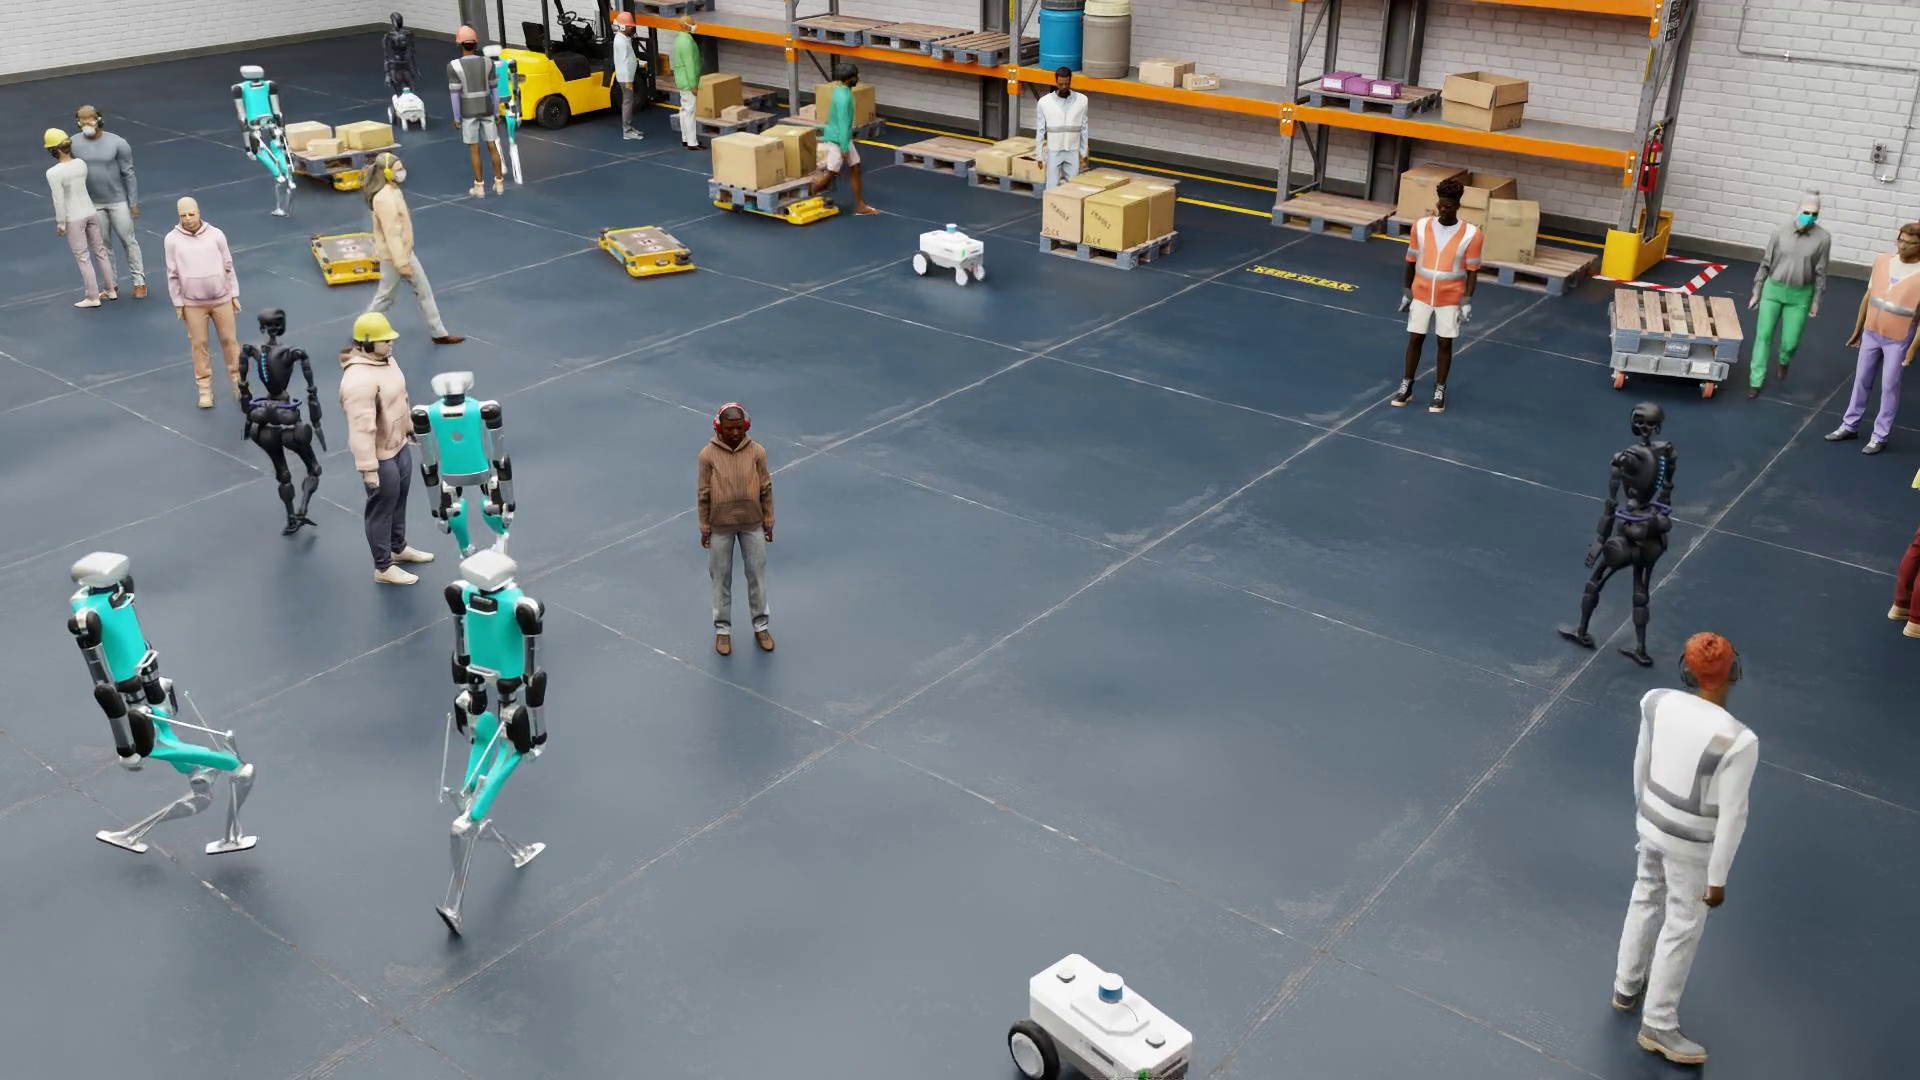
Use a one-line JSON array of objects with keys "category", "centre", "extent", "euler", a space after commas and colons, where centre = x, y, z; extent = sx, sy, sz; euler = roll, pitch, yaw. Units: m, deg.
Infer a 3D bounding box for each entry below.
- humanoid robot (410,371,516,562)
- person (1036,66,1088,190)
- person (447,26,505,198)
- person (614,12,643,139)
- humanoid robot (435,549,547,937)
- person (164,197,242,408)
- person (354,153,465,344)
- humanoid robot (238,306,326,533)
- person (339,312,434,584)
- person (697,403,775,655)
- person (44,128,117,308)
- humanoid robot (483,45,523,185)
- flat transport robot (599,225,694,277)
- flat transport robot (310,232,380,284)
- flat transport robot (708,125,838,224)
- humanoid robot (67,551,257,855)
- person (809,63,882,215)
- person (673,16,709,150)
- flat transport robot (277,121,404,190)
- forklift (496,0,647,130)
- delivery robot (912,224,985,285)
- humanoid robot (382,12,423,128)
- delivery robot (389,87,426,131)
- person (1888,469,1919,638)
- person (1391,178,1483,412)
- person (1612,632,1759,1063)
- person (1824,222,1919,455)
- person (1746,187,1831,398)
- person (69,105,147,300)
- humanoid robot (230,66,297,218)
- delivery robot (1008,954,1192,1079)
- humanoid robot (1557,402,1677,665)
[{"category": "humanoid robot", "centre": [-3.046, -0.236, 10.492], "extent": [0.539, 1.897, 0.750], "euler": [-4, 26, -7]}, {"category": "person", "centre": [1.149, -4.370, 18.739], "extent": [0.599, 1.909, 0.399], "euler": [-5, 26, -10]}, {"category": "person", "centre": [-5.936, -5.236, 20.377], "extent": [0.607, 2.043, 0.394], "euler": [-17, 31, -32]}, {"category": "person", "centre": [-4.674, -6.539, 23.422], "extent": [0.347, 1.739, 0.571], "euler": [-5, 26, -11]}, {"category": "humanoid robot", "centre": [-2.352, 1.006, 7.829], "extent": [0.543, 1.768, 0.954], "euler": [12, 28, 23]}, {"category": "person", "centre": [-6.336, -2.009, 13.989], "extent": [0.535, 1.781, 0.401], "euler": [-12, 28, -24]}, {"category": "person", "centre": [-5.193, -2.627, 15.228], "extent": [0.971, 1.834, 0.570], "euler": [-3, 26, -7]}, {"category": "humanoid robot", "centre": [-4.777, -0.830, 11.679], "extent": [0.613, 1.644, 0.355], "euler": [3, 26, 6]}, {"category": "person", "centre": [-3.827, -0.613, 11.019], "extent": [0.442, 1.858, 0.796], "euler": [1, 26, 2]}, {"category": "person", "centre": [-1.360, -0.081, 10.155], "extent": [0.462, 1.648, 0.327], "euler": [-6, 26, -12]}, {"category": "person", "centre": [-8.722, -3.179, 16.436], "extent": [0.313, 1.766, 0.522], "euler": [7, 27, 15]}, {"category": "humanoid robot", "centre": [-5.858, -5.425, 21.142], "extent": [0.554, 1.766, 0.850], "euler": [-10, 27, -20]}, {"category": "flat transport robot", "centre": [-3.431, -3.161, 18.117], "extent": [0.659, 0.231, 1.431], "euler": [-12, 28, -23]}, {"category": "flat transport robot", "centre": [-6.549, -3.043, 17.873], "extent": [0.659, 0.231, 1.431], "euler": [-12, 28, -23]}, {"category": "flat transport robot", "centre": [-2.215, -4.041, 19.939], "extent": [1.431, 0.231, 0.659], "euler": [18, 31, 33]}, {"category": "humanoid robot", "centre": [-3.834, 0.861, 8.091], "extent": [1.022, 1.732, 0.549], "euler": [-3, 26, -5]}, {"category": "person", "centre": [-1.463, -4.681, 19.514], "extent": [0.965, 1.801, 0.524], "euler": [0, 26, 0]}, {"category": "person", "centre": [-3.717, -6.263, 22.800], "extent": [0.388, 1.784, 0.539], "euler": [-9, 27, -18]}, {"category": "flat transport robot", "centre": [-7.925, -4.753, 21.414], "extent": [0.659, 0.231, 1.431], "euler": [-22, 33, -37]}, {"category": "forklift", "centre": [-5.874, -7.334, 24.552], "extent": [1.214, 2.155, 2.313], "euler": [19, 32, 34]}, {"category": "delivery robot", "centre": [-0.100, -3.028, 17.502], "extent": [0.499, 0.586, 0.773], "euler": [-23, 34, -39]}, {"category": "humanoid robot", "centre": [-8.069, -6.789, 24.016], "extent": [0.420, 1.633, 0.610], "euler": [18, 31, 32]}, {"category": "delivery robot", "centre": [-8.054, -6.309, 24.290], "extent": [0.499, 0.579, 0.767], "euler": [-12, 28, -24]}, {"category": "person", "centre": [6.129, -0.236, 10.329], "extent": [0.377, 1.775, 0.466], "euler": [3, 26, 7]}, {"category": "person", "centre": [3.969, -2.030, 13.826], "extent": [0.604, 1.966, 0.374], "euler": [14, 29, 26]}, {"category": "person", "centre": [3.081, 1.305, 7.055], "extent": [0.398, 1.846, 0.750], "euler": [-9, 27, -18]}, {"category": "person", "centre": [7.292, -1.591, 13.050], "extent": [0.390, 1.848, 0.565], "euler": [-14, 29, -26]}, {"category": "person", "centre": [7.052, -2.121, 14.163], "extent": [0.565, 1.832, 0.531], "euler": [14, 29, 27]}, {"category": "person", "centre": [-8.525, -3.365, 16.622], "extent": [0.630, 1.940, 0.372], "euler": [-5, 26, -10]}, {"category": "humanoid robot", "centre": [-7.978, -4.542, 19.344], "extent": [0.788, 1.831, 0.533], "euler": [23, 34, 39]}, {"category": "delivery robot", "centre": [0.606, 2.076, 6.960], "extent": [0.499, 0.610, 0.813], "euler": [-21, 33, -36]}, {"category": "humanoid robot", "centre": [4.057, -0.061, 10.088], "extent": [0.612, 1.637, 0.598], "euler": [-13, 29, -25]}]
